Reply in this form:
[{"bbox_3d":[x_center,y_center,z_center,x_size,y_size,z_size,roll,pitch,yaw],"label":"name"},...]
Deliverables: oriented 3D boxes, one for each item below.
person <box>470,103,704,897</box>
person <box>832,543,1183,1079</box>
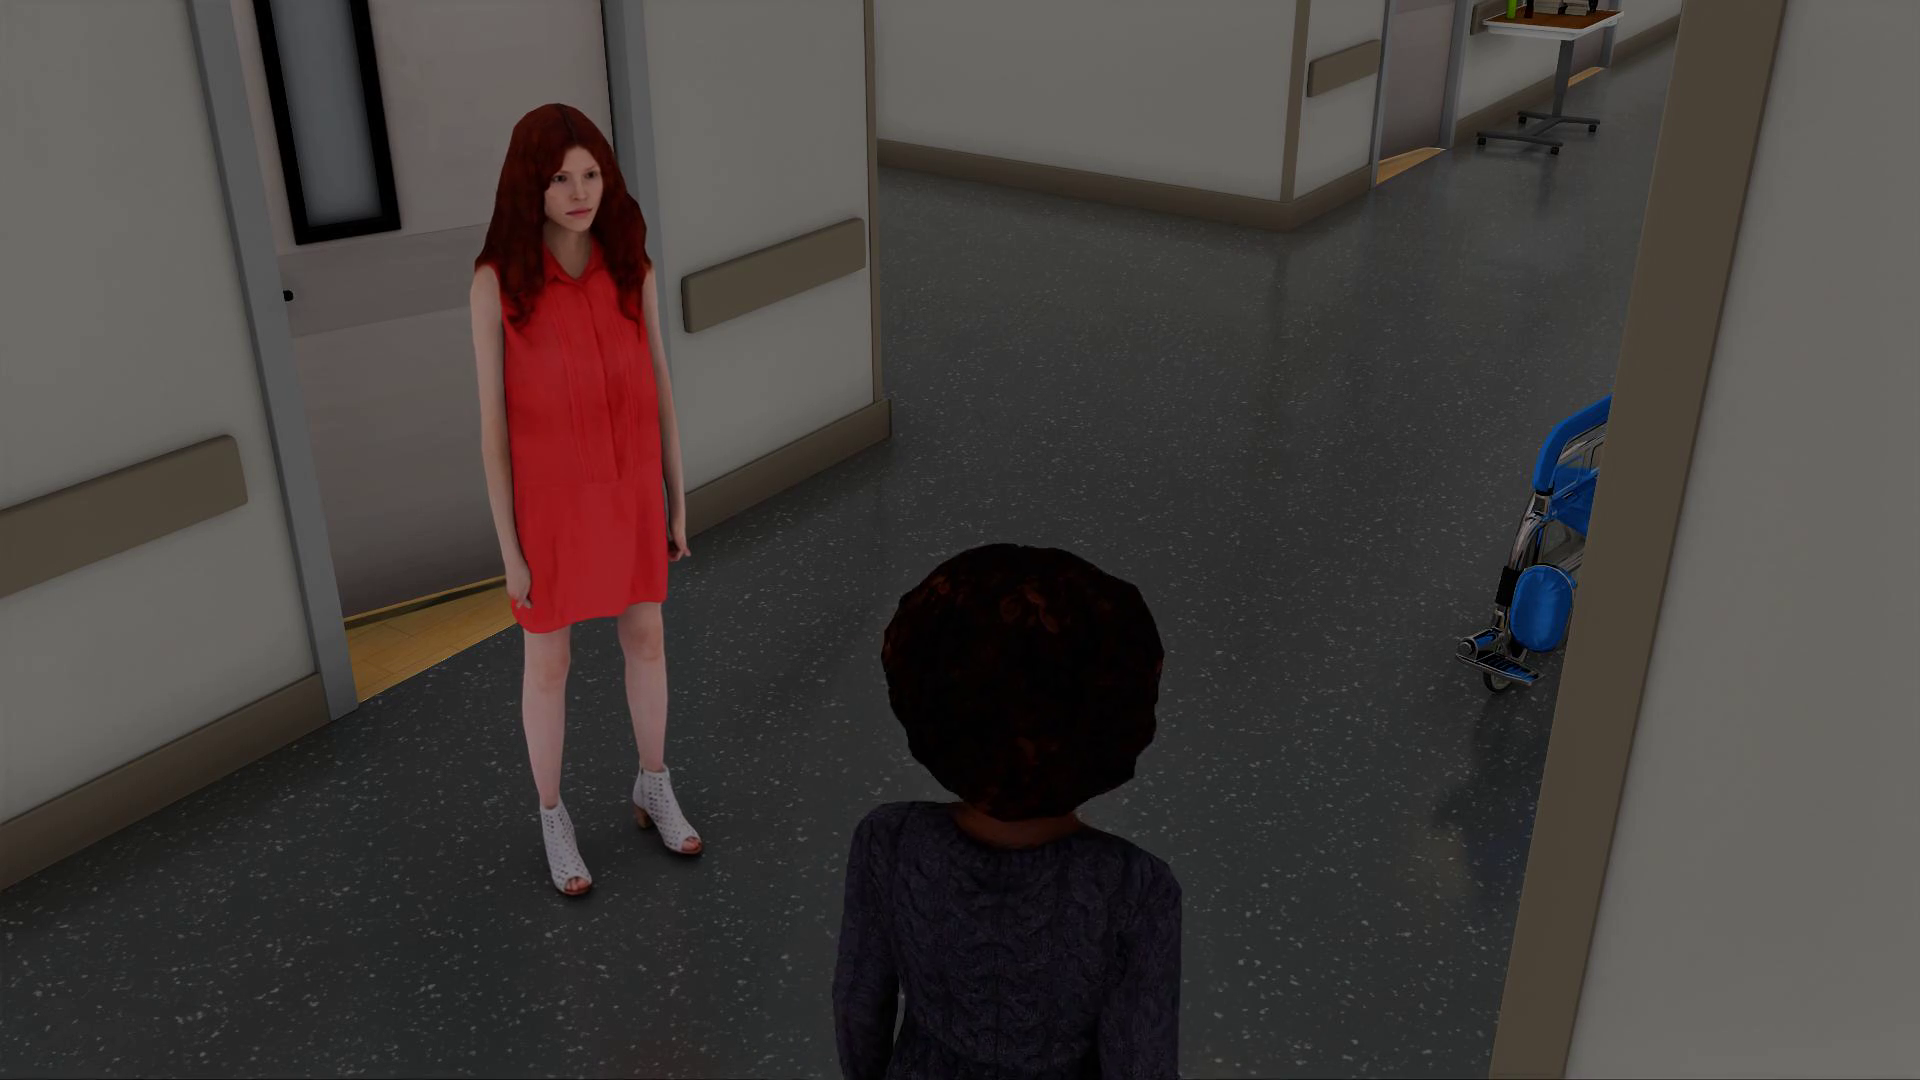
[{"bbox_3d":[-0.829,-0.046,3.681,0.580,1.823,0.714,-16,30,-30],"label":"person"},{"bbox_3d":[0.019,0.872,1.962,0.914,1.662,1.243,6,26,12],"label":"person"}]
